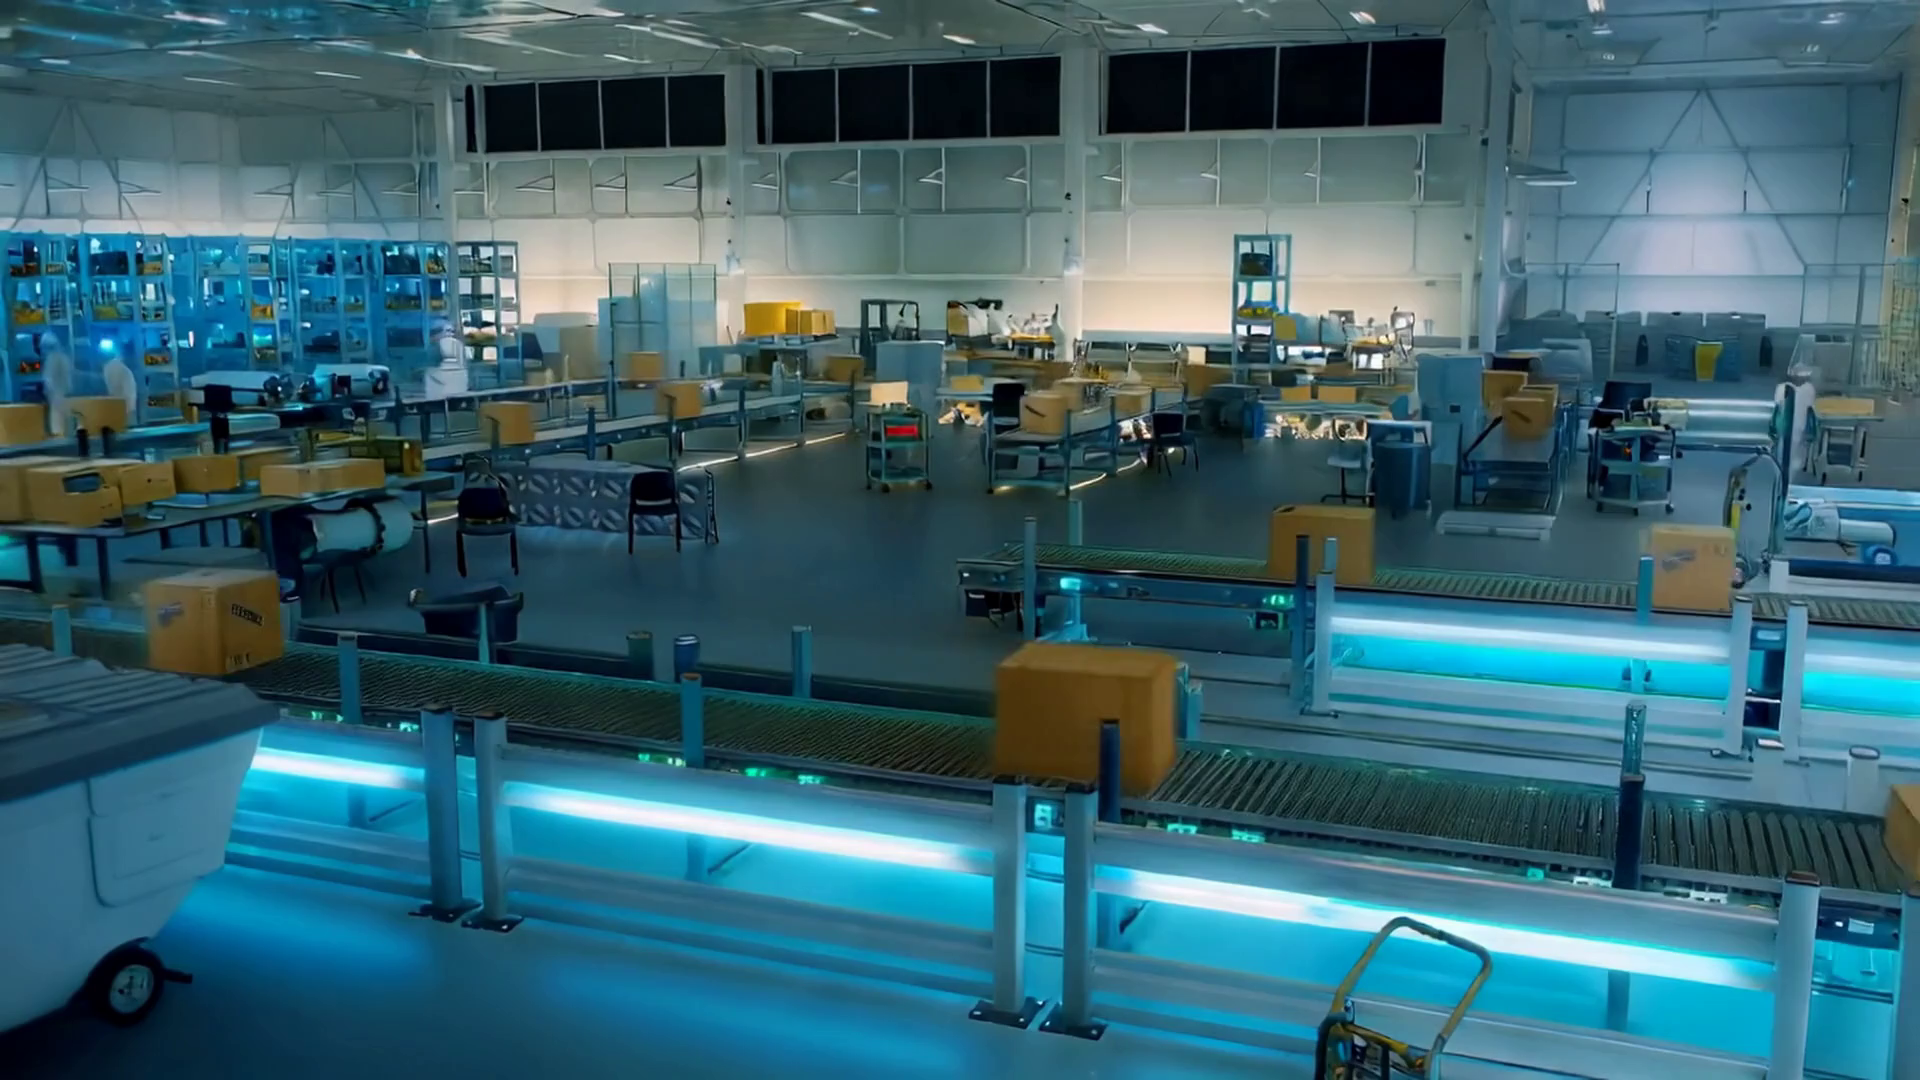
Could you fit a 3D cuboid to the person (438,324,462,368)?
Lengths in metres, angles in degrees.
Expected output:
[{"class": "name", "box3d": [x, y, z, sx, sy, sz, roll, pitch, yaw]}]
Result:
[{"class": "person", "box3d": [-10.934, -3.730, 35.631, 0.602, 1.799, 0.902, 4, 10, 24]}]

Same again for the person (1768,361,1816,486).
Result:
[{"class": "person", "box3d": [10.797, -1.413, 21.558, 0.511, 1.822, 1.008, 1, 9, 8]}]

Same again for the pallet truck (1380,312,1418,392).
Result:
[{"class": "pallet truck", "box3d": [10.207, -4.283, 38.369, 0.823, 1.965, 1.885, 3, 10, 20]}]

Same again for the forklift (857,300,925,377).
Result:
[{"class": "forklift", "box3d": [-1.732, -5.109, 42.468, 1.157, 1.987, 2.680, 4, 10, 22]}]

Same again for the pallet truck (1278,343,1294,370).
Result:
[{"class": "pallet truck", "box3d": [7.886, -4.163, 39.743, 0.653, 1.274, 1.630, 4, 10, 22]}]

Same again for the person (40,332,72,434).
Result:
[{"class": "person", "box3d": [-14.718, -2.428, 27.201, 0.625, 1.963, 0.843, 6, 11, 34]}]

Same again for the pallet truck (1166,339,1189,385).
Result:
[{"class": "pallet truck", "box3d": [5.418, -4.269, 40.420, 0.704, 1.261, 1.522, 3, 10, 20]}]

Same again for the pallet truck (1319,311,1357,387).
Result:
[{"class": "pallet truck", "box3d": [9.071, -4.419, 39.190, 0.823, 1.965, 1.885, 5, 10, 26]}]

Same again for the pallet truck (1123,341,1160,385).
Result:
[{"class": "pallet truck", "box3d": [4.445, -4.380, 41.279, 0.680, 1.201, 1.601, 4, 10, 22]}]

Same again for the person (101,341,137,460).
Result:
[{"class": "person", "box3d": [-12.655, -2.042, 25.108, 0.651, 1.897, 0.512, 7, 12, 37]}]

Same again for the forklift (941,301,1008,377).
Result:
[{"class": "forklift", "box3d": [0.365, -4.966, 41.571, 1.157, 1.987, 2.680, 3, 10, 20]}]
